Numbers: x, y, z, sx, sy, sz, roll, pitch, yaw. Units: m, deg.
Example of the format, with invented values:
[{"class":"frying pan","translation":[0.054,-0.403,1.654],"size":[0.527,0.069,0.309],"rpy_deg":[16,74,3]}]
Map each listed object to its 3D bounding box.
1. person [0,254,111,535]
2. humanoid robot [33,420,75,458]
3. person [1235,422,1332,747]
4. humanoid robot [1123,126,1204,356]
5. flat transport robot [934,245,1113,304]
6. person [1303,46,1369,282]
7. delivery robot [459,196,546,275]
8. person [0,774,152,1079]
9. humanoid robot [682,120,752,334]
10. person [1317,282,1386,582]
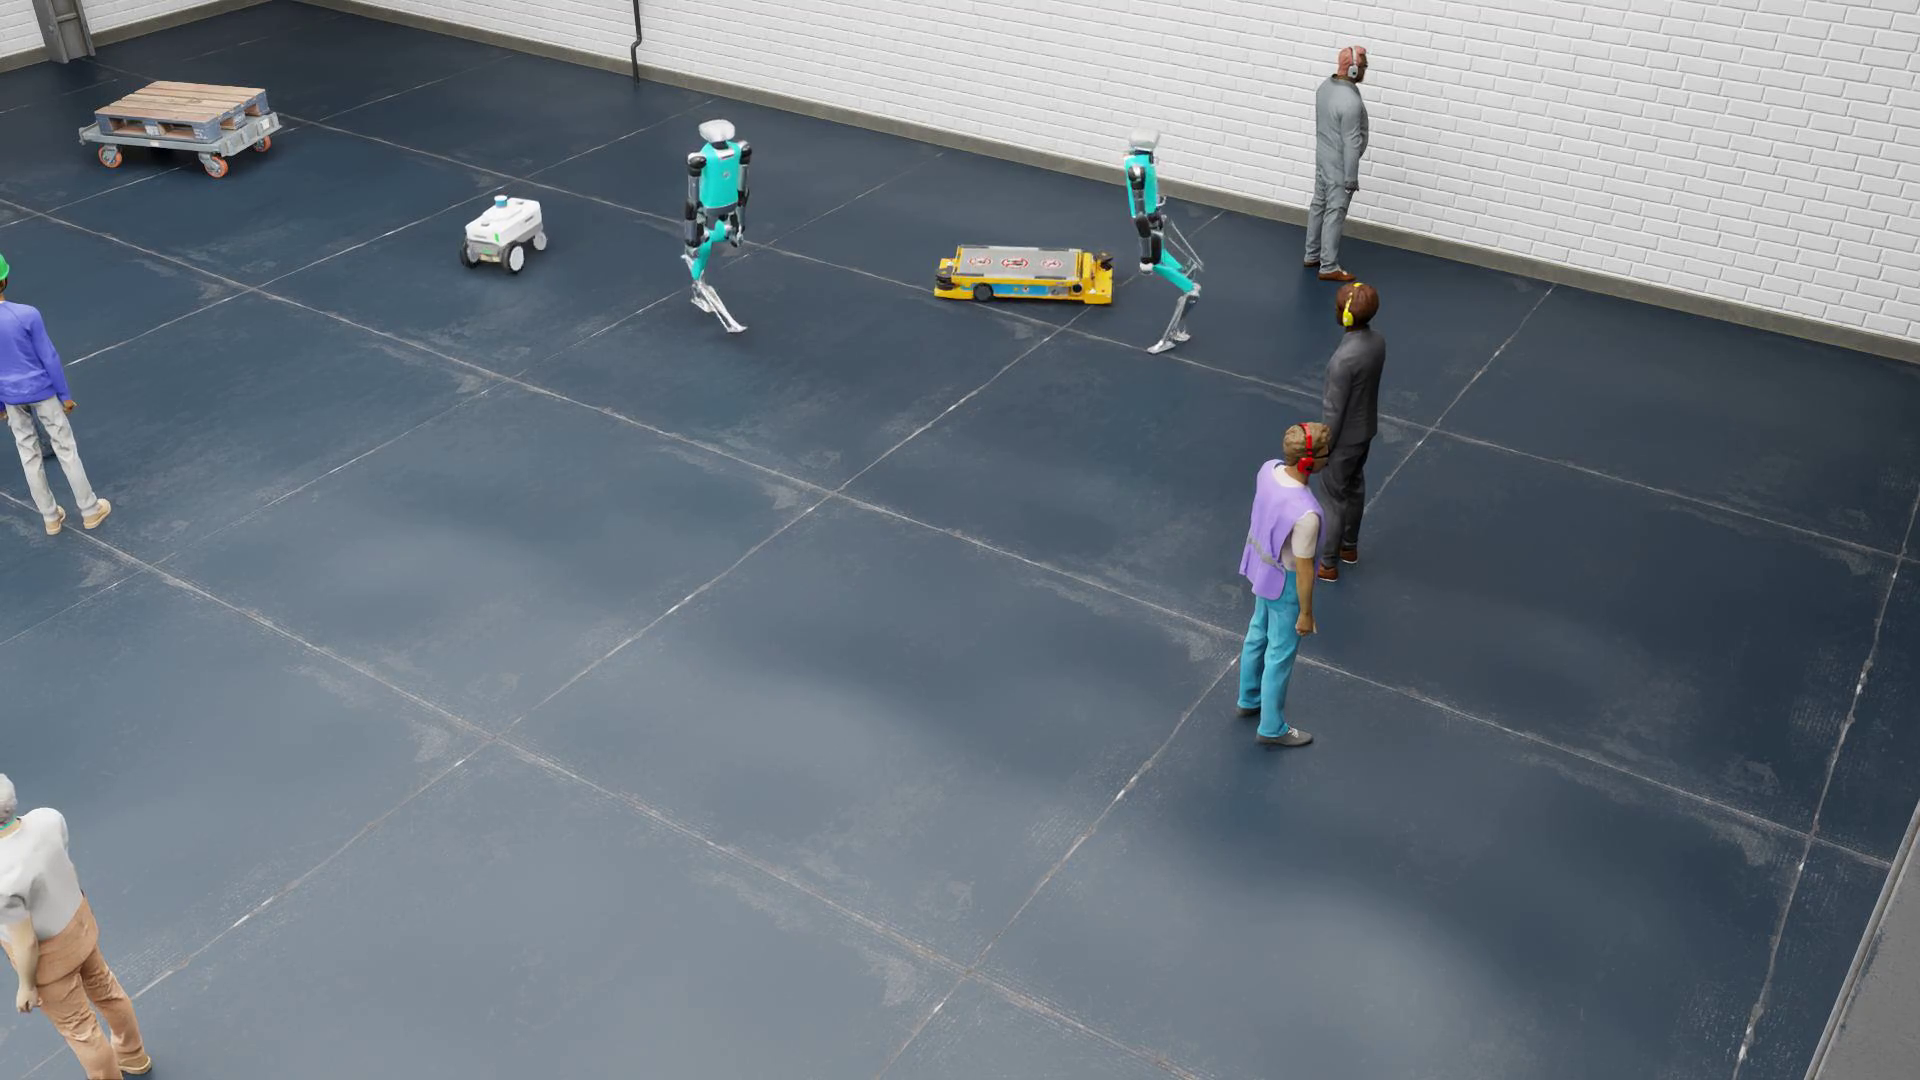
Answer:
[{"class":"person","translation":[-5.686,-0.893,10.164],"size":[0.459,1.874,0.344],"rpy_deg":[-8,34,-12]},{"class":"humanoid robot","translation":[-6.424,-1.184,10.842],"size":[0.801,1.617,0.616],"rpy_deg":[-9,34,-14]},{"class":"person","translation":[1.632,0.230,8.444],"size":[0.388,1.842,0.564],"rpy_deg":[-8,34,-13]},{"class":"humanoid robot","translation":[1.576,-2.174,12.281],"size":[0.800,1.775,0.638],"rpy_deg":[6,33,9]},{"class":"flat transport robot","translation":[0.530,-2.173,13.638],"size":[1.431,0.231,0.659],"rpy_deg":[3,33,4]},{"class":"person","translation":[3.083,-3.051,13.492],"size":[0.411,1.908,0.640],"rpy_deg":[-7,33,-11]},{"class":"delivery robot","translation":[-3.848,-2.589,14.038],"size":[0.499,0.614,0.815],"rpy_deg":[11,34,17]},{"class":"person","translation":[-3.525,1.569,6.453],"size":[0.321,1.741,0.468],"rpy_deg":[-1,33,-1]},{"class":"humanoid robot","translation":[-1.950,-2.400,12.645],"size":[0.535,1.729,1.013],"rpy_deg":[-25,40,-33]},{"class":"person","translation":[2.258,-0.622,9.750],"size":[0.343,1.868,0.497],"rpy_deg":[23,39,31]}]
